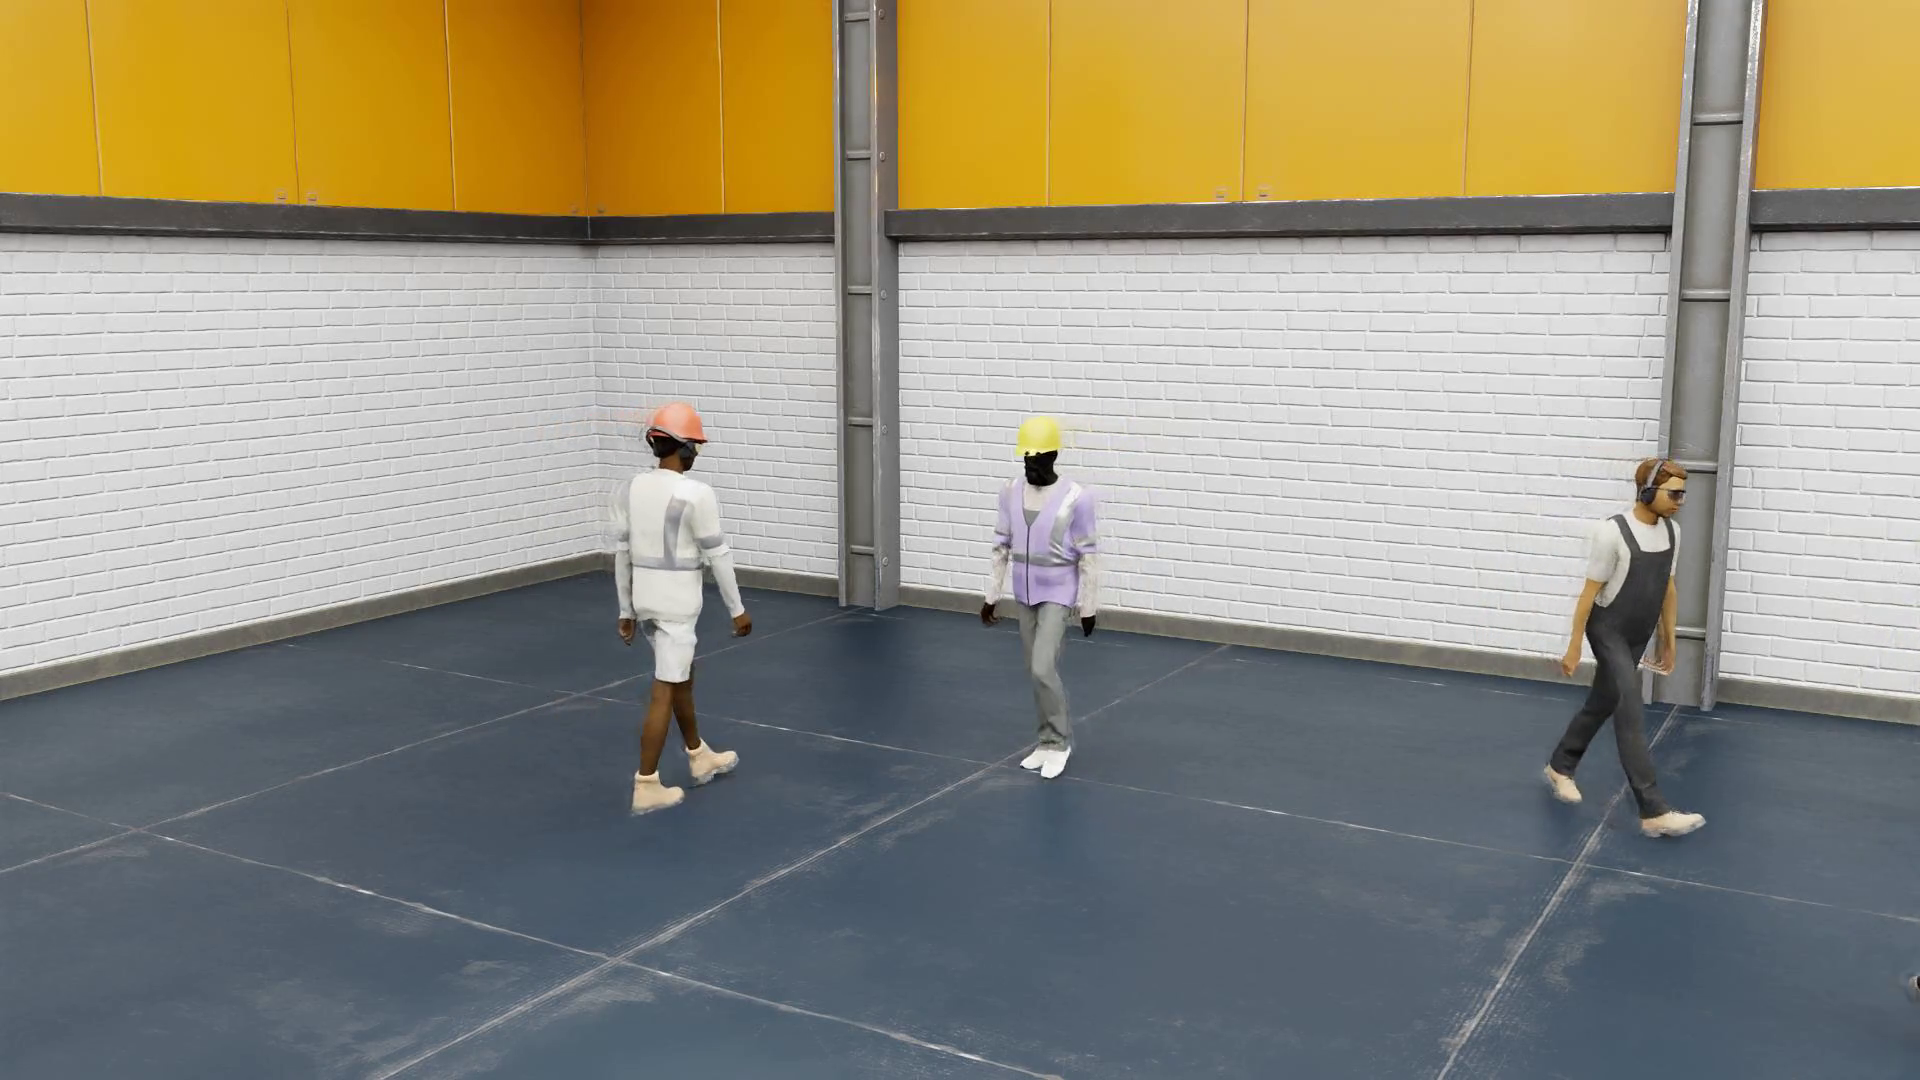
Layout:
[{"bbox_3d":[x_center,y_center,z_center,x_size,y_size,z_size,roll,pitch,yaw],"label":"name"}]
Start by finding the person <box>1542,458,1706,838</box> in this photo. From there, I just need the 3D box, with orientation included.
[{"bbox_3d":[3.167,0.484,8.002,0.560,1.789,0.993,-5,11,-30],"label":"person"}]

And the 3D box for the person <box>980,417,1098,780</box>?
[{"bbox_3d":[0.415,0.302,8.765,0.610,1.907,0.547,9,12,43],"label":"person"}]

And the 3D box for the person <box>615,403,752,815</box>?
[{"bbox_3d":[-1.349,0.320,8.338,0.608,1.997,0.935,8,12,40],"label":"person"}]

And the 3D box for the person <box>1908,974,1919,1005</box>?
[{"bbox_3d":[3.531,0.891,5.378,0.637,1.808,0.566,-6,11,-31],"label":"person"}]
